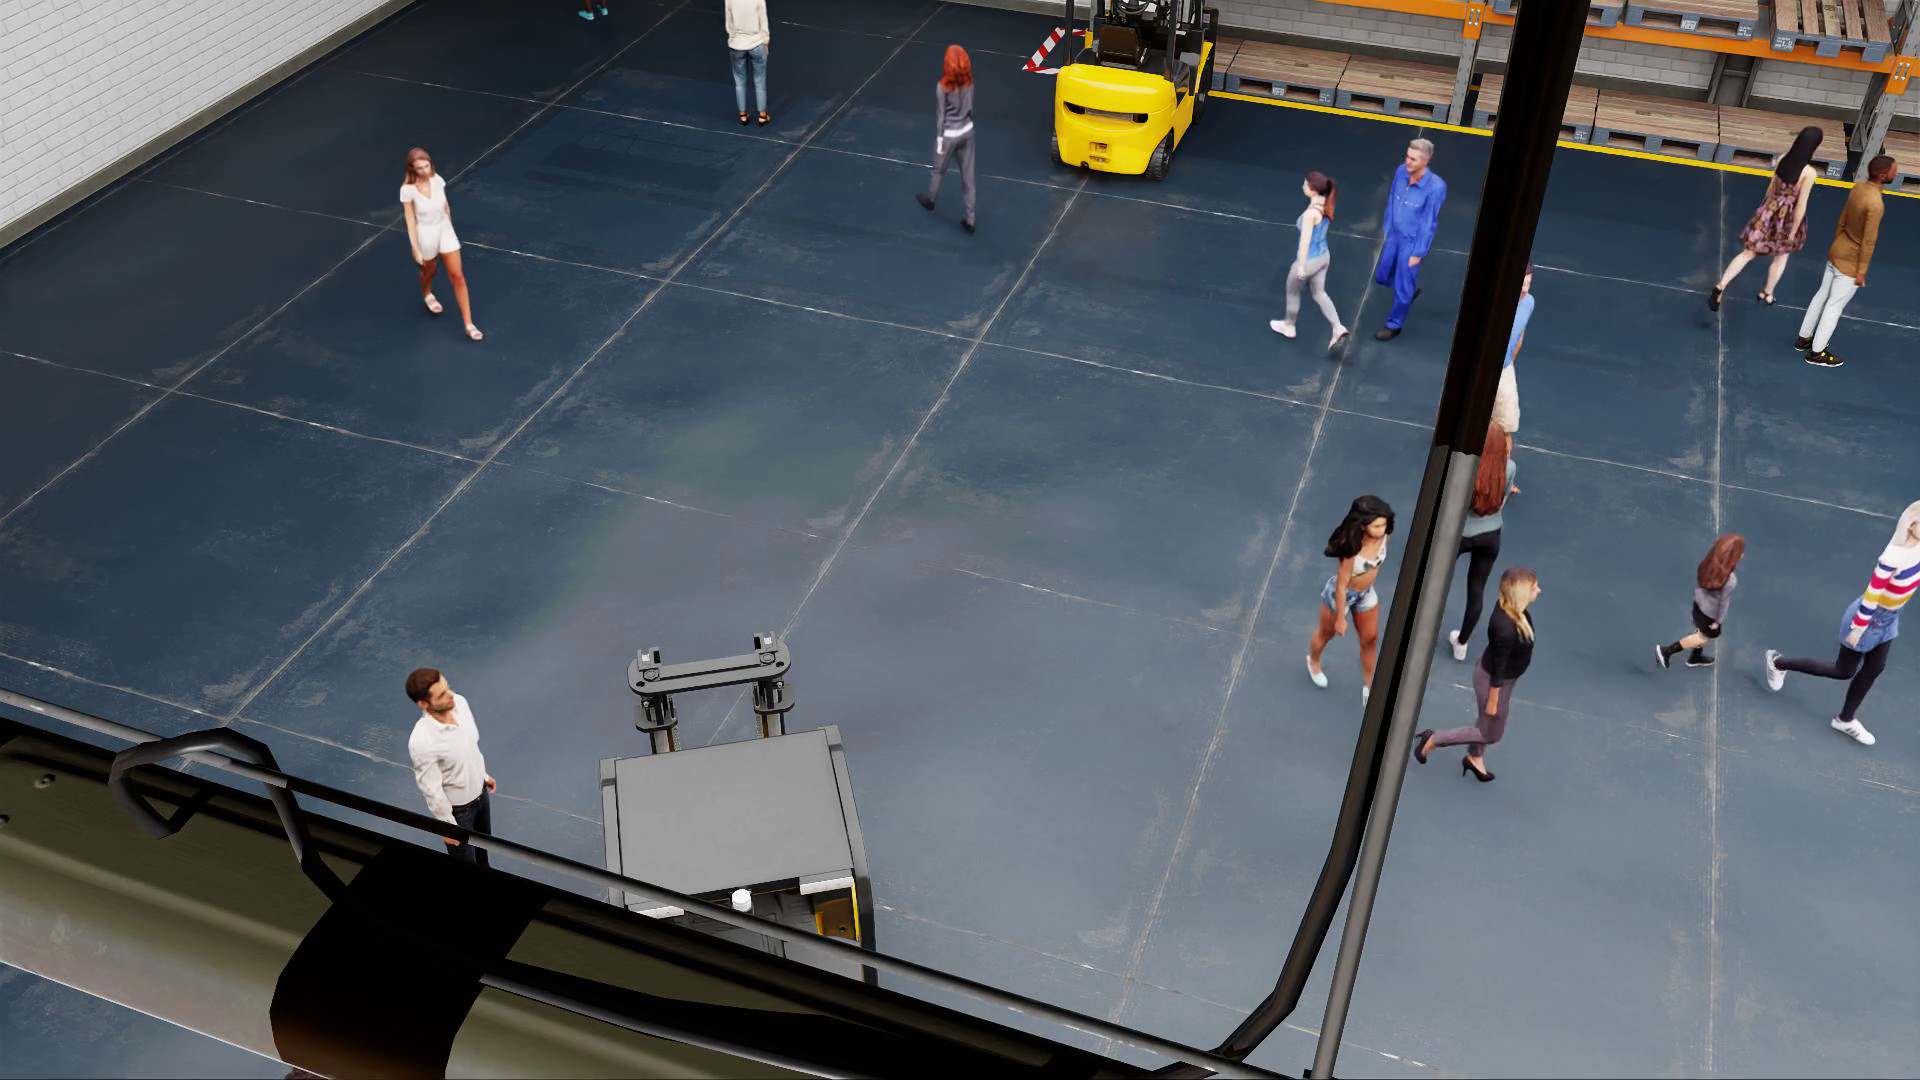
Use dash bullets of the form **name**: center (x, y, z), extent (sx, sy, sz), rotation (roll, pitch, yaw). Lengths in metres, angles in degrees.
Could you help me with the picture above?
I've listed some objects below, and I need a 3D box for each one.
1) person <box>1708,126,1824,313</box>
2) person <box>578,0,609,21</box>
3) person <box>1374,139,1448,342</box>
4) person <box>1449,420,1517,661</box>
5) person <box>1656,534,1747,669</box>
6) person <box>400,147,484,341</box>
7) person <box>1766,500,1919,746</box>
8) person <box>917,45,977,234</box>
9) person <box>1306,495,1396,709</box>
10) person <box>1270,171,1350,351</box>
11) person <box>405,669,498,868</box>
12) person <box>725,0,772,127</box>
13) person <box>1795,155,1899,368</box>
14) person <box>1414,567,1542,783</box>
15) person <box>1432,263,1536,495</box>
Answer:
- **person**: center (6.857, -2.651, 14.090), extent (1.162, 1.749, 1.117), rotation (-18, 42, -21)
- **person**: center (-4.415, -7.021, 19.582), extent (0.648, 1.723, 0.685), rotation (-28, 46, -31)
- **person**: center (3.807, -2.522, 13.879), extent (1.012, 1.811, 0.953), rotation (-19, 43, -23)
- **person**: center (3.344, 0.050, 10.740), extent (1.030, 1.709, 0.928), rotation (-2, 39, -2)
- **person**: center (4.814, 0.414, 10.778), extent (0.752, 1.093, 0.633), rotation (-3, 39, -4)
- **person**: center (-4.489, -2.549, 14.043), extent (0.973, 1.648, 1.199), rotation (-27, 46, -30)
- **person**: center (5.512, 0.434, 10.195), extent (0.994, 1.789, 1.130), rotation (-24, 45, -27)
- **person**: center (0.008, -3.655, 15.355), extent (0.993, 1.740, 1.114), rotation (-22, 43, -25)
- **person**: center (2.398, 0.335, 10.471), extent (0.891, 1.599, 0.998), rotation (-23, 44, -26)
- **person**: center (2.973, -2.294, 13.772), extent (0.842, 1.587, 1.070), rotation (-31, 48, -33)
- **person**: center (-2.688, 1.397, 8.923), extent (0.596, 1.871, 0.693), rotation (6, 39, 7)
- **person**: center (-2.198, -5.114, 17.231), extent (0.550, 1.679, 0.711), rotation (5, 39, 6)
- **person**: center (7.251, -2.299, 13.596), extent (0.661, 1.816, 0.701), rotation (1, 39, 1)
- **person**: center (3.063, 0.828, 9.808), extent (0.746, 1.656, 0.587), rotation (13, 40, 15)
- **person**: center (3.862, -1.307, 12.355), extent (1.248, 1.814, 1.143), rotation (-7, 39, -9)
